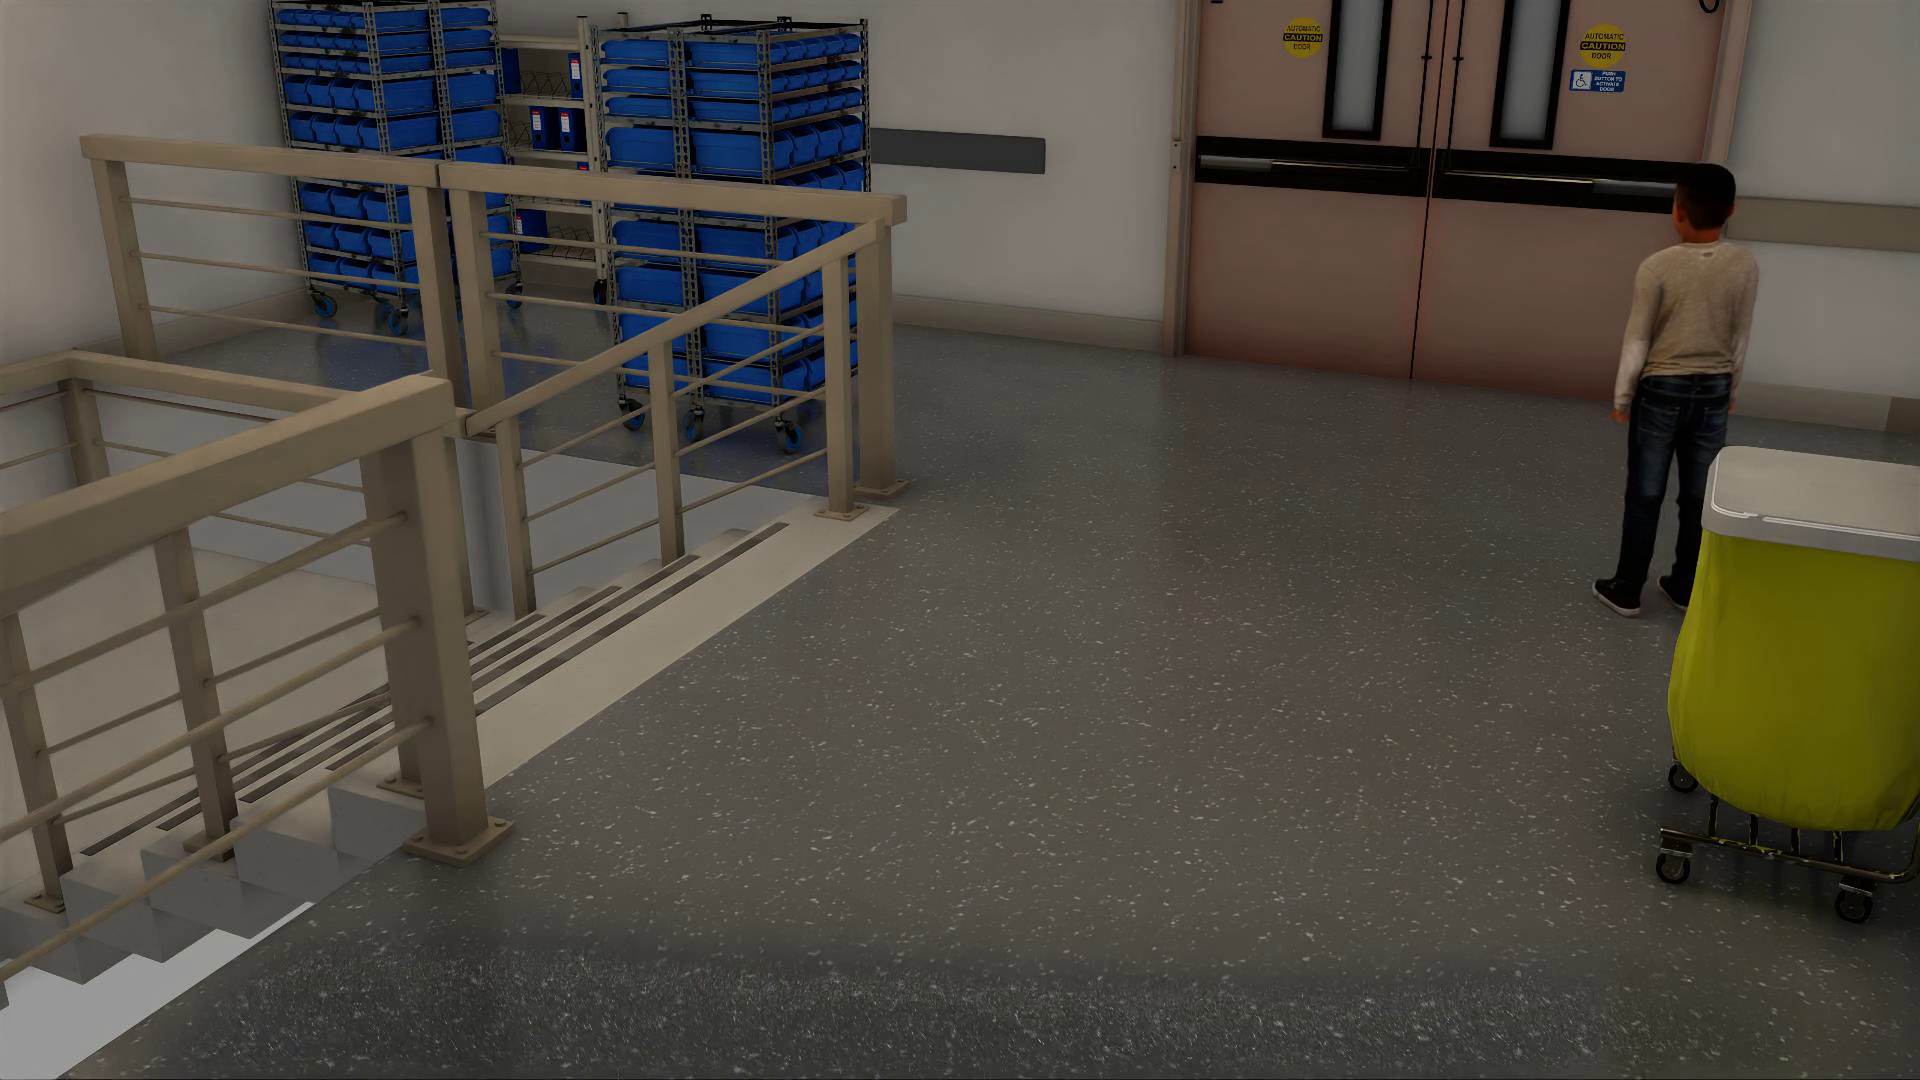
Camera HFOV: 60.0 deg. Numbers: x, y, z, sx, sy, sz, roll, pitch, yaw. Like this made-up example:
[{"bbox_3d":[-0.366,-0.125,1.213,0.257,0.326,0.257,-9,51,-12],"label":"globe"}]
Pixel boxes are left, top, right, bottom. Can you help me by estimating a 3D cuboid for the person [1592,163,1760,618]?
[{"bbox_3d":[2.303,-0.454,5.291,0.581,1.464,0.681,1,21,2],"label":"person"}]
